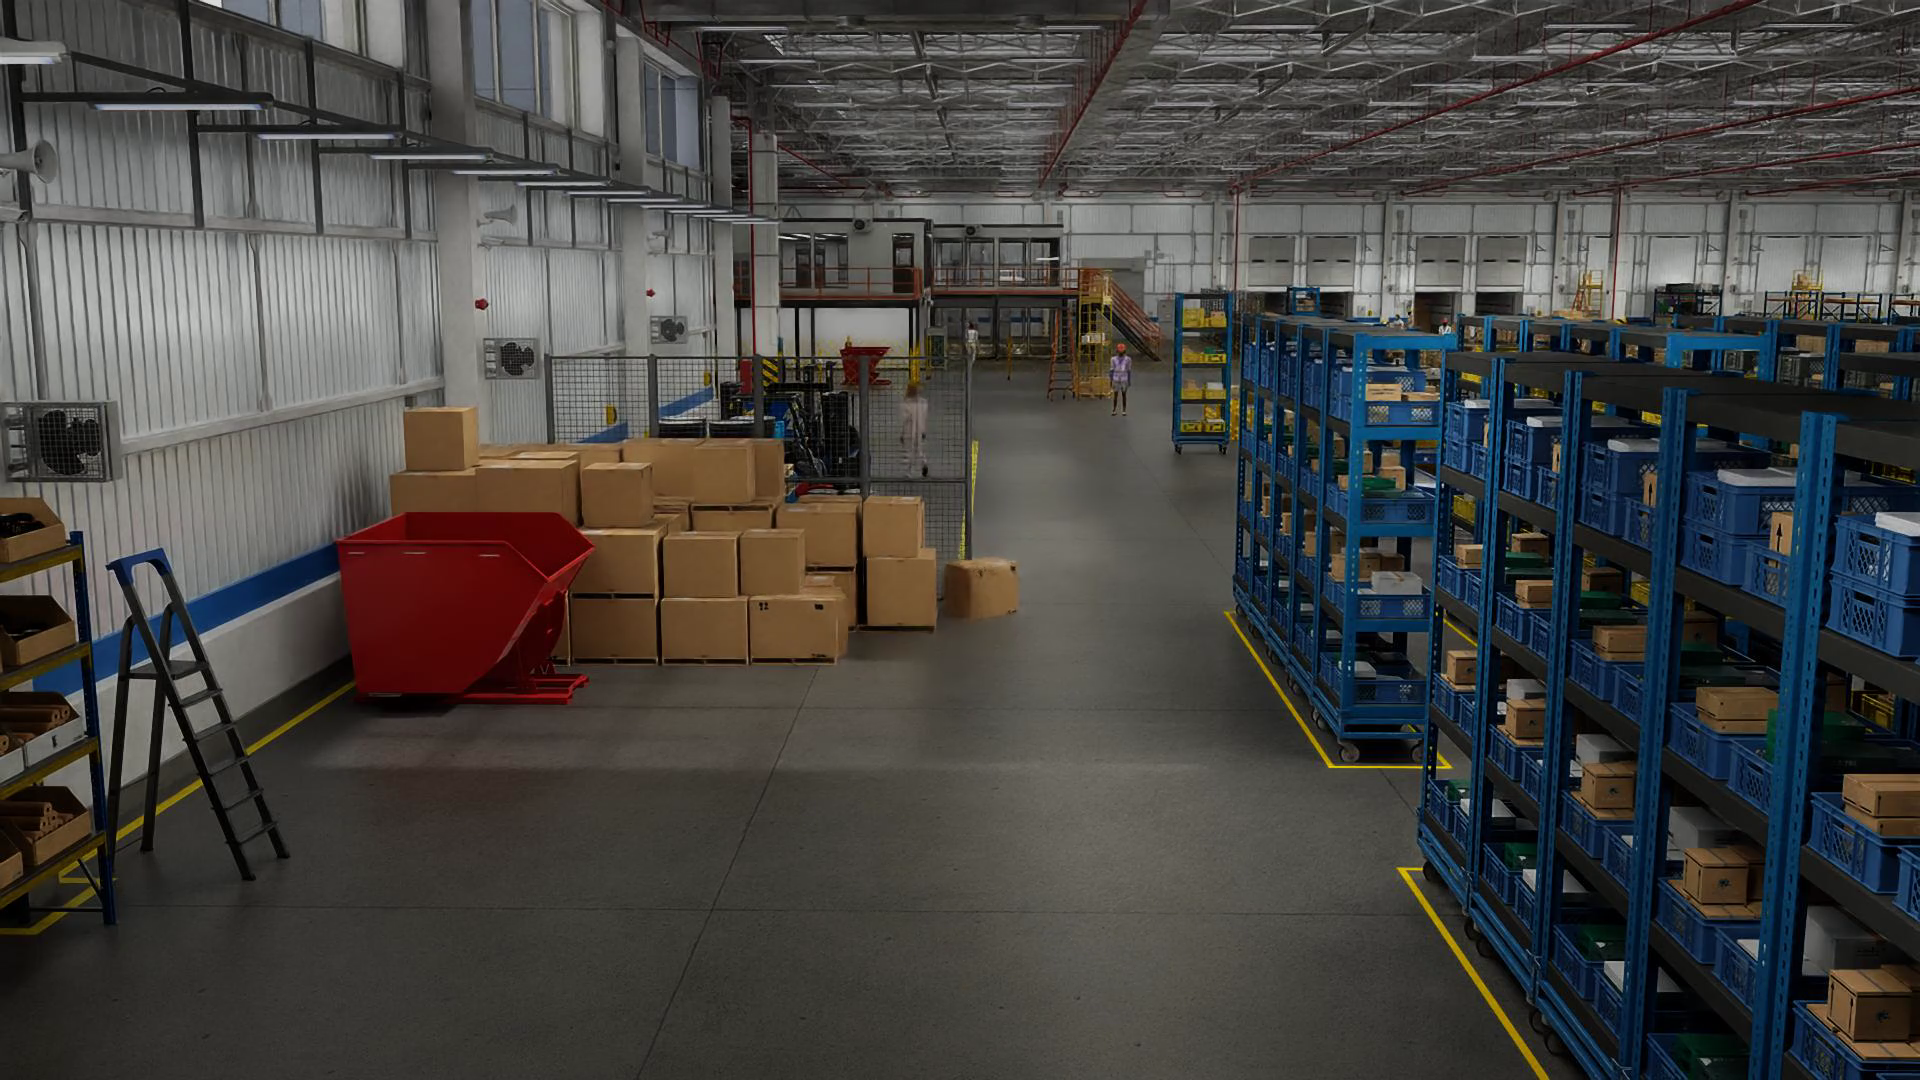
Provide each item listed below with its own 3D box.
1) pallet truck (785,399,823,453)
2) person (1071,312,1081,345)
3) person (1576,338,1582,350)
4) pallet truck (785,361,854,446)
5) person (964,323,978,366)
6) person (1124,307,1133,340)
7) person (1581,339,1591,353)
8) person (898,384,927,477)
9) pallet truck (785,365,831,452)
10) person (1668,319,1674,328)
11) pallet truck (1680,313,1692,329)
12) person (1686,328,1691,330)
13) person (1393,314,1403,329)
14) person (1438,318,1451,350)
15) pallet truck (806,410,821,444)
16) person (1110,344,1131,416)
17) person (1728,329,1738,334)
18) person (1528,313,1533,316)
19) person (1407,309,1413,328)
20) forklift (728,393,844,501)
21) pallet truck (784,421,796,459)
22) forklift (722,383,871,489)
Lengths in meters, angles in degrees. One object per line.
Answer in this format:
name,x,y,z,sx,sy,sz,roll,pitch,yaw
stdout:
pallet truck,-3.814,-2.432,36.419,1.630,1.274,0.653,0,9,1
person,6.477,-11.775,92.541,0.963,1.790,0.630,-6,11,-34
person,24.803,-7.808,67.312,0.672,2.000,0.536,2,9,13
pallet truck,-3.410,-3.193,38.978,1.885,1.965,0.823,0,9,-1
person,0.473,-8.369,71.378,0.594,1.842,0.951,0,9,1
person,9.941,-12.750,98.078,0.610,1.946,0.405,-4,10,-21
person,25.479,-7.794,67.703,0.976,1.879,0.556,4,10,26
person,-0.931,-2.106,32.573,0.663,1.894,0.515,-7,12,-37
pallet truck,-3.774,-2.976,37.635,1.885,1.965,0.823,1,9,5
person,32.922,-9.294,77.022,0.591,1.871,1.038,-8,12,-40
pallet truck,36.315,-10.531,84.244,0.823,1.965,1.885,-6,11,-33
person,26.686,-6.784,61.168,0.405,1.982,0.622,-4,10,-25
person,21.856,-10.317,83.101,0.354,1.937,0.635,-5,10,-27
person,22.049,-9.121,75.728,0.552,1.936,0.358,4,10,24
pallet truck,-3.559,-2.018,33.905,1.522,1.261,0.704,0,9,-1
person,4.547,-4.543,47.168,0.614,2.040,0.378,2,9,10
person,33.908,-8.602,73.055,1.105,1.766,0.534,-6,11,-33
person,30.887,-11.367,90.031,0.634,1.794,0.697,3,10,16
person,25.595,-12.178,94.652,0.397,1.918,0.588,6,11,31
forklift,-2.979,-1.316,26.476,2.680,1.987,1.157,0,9,1
pallet truck,-4.013,-1.793,32.705,1.601,1.201,0.680,0,9,1
forklift,-2.893,-1.687,28.729,2.680,1.987,1.157,0,9,-1
